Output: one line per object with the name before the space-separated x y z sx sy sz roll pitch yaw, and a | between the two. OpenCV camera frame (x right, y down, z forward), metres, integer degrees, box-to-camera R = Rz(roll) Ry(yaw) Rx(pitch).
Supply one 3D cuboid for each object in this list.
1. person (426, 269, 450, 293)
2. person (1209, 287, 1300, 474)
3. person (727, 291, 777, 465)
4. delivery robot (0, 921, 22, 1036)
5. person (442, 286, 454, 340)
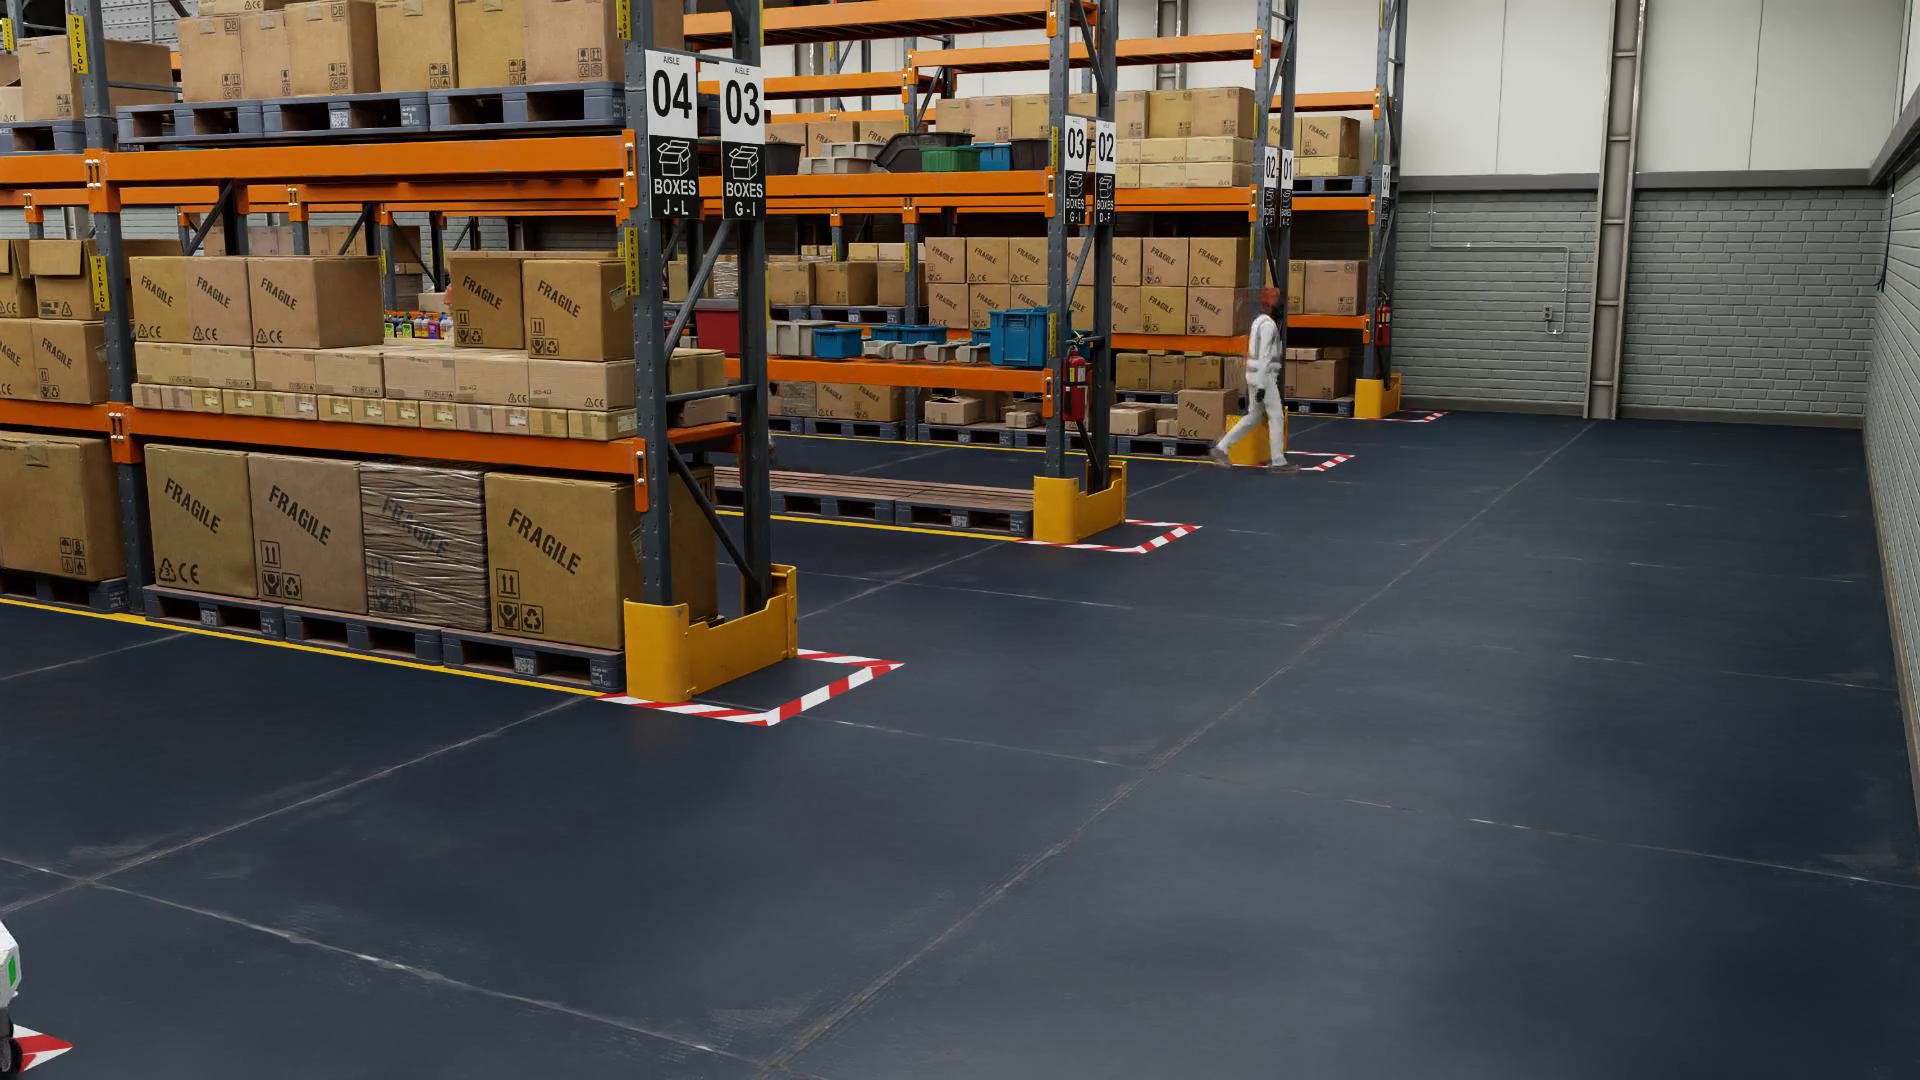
person | -7.977 -3.272 25.727 0.429 1.845 0.621 1 10 5
person | 2.931 -1.581 16.507 0.817 1.854 0.589 -1 10 -3
person | -2.048 -1.618 16.772 0.660 1.827 0.636 8 13 39
delivery robot | -2.924 1.228 4.446 0.707 0.478 0.477 -9 14 -40
person | -4.196 -1.163 13.923 0.918 1.952 0.656 4 11 21
